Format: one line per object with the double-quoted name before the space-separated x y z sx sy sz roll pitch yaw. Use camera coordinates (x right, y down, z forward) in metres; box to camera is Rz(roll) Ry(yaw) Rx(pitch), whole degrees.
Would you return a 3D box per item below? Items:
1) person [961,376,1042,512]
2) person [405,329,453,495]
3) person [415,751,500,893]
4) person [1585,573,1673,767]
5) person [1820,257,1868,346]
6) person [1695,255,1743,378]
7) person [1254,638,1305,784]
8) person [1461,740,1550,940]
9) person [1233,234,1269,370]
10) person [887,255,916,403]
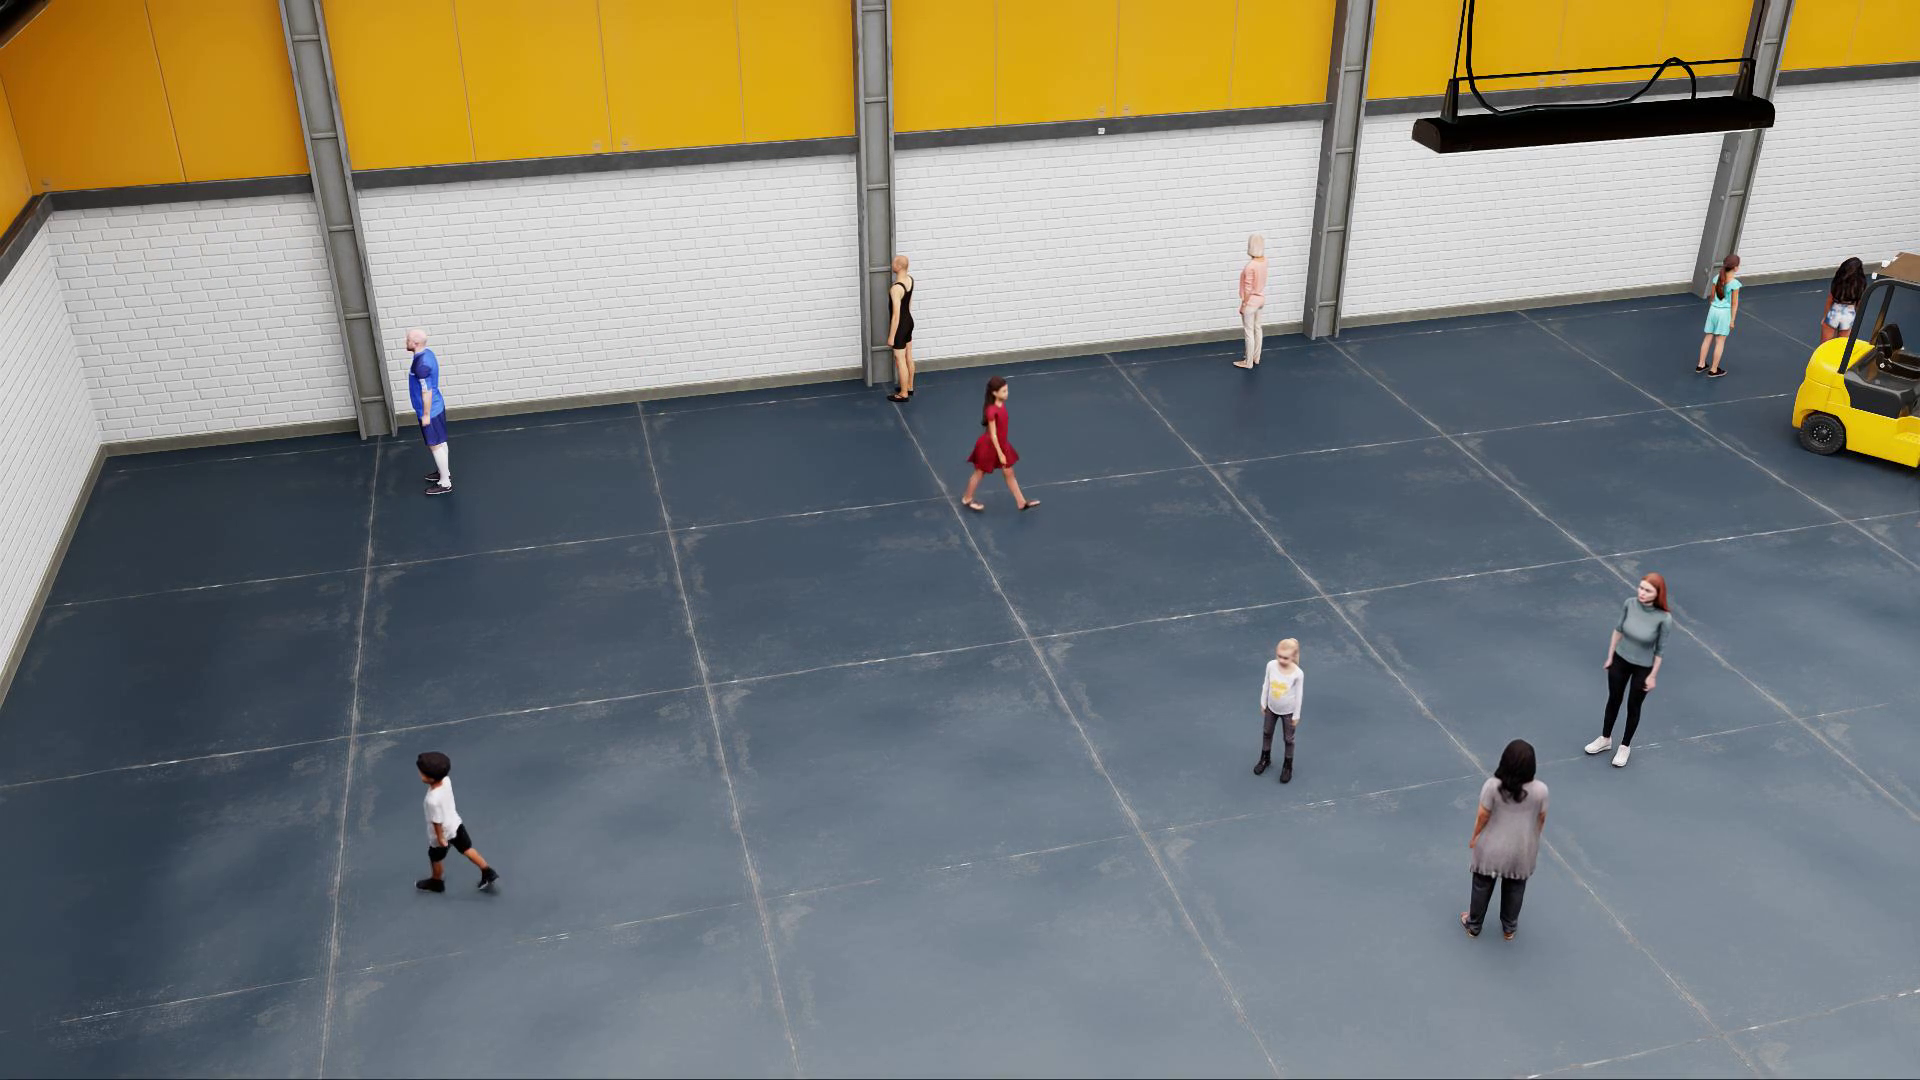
"person" 0.272 -0.971 17.344 1.113 1.509 0.967 11 31 20
"person" -5.676 -1.401 17.784 0.549 1.842 0.657 -7 29 -13
"person" -3.682 2.055 12.070 0.919 1.245 0.714 5 29 9
"person" 5.441 1.029 13.434 0.666 1.742 0.659 -21 35 -33
"person" 10.753 -2.671 20.337 0.650 1.626 0.727 10 30 18
"person" 9.440 -2.796 20.637 0.620 1.558 0.607 -16 33 -27
"person" 2.586 1.338 13.354 0.567 1.275 0.622 17 33 29
"person" 3.809 2.098 11.612 0.705 1.610 0.791 3 29 5
"person" 3.671 -2.996 20.830 0.737 1.725 0.642 22 35 34
"person" -0.690 -2.537 19.894 0.715 1.816 0.708 10 30 17
